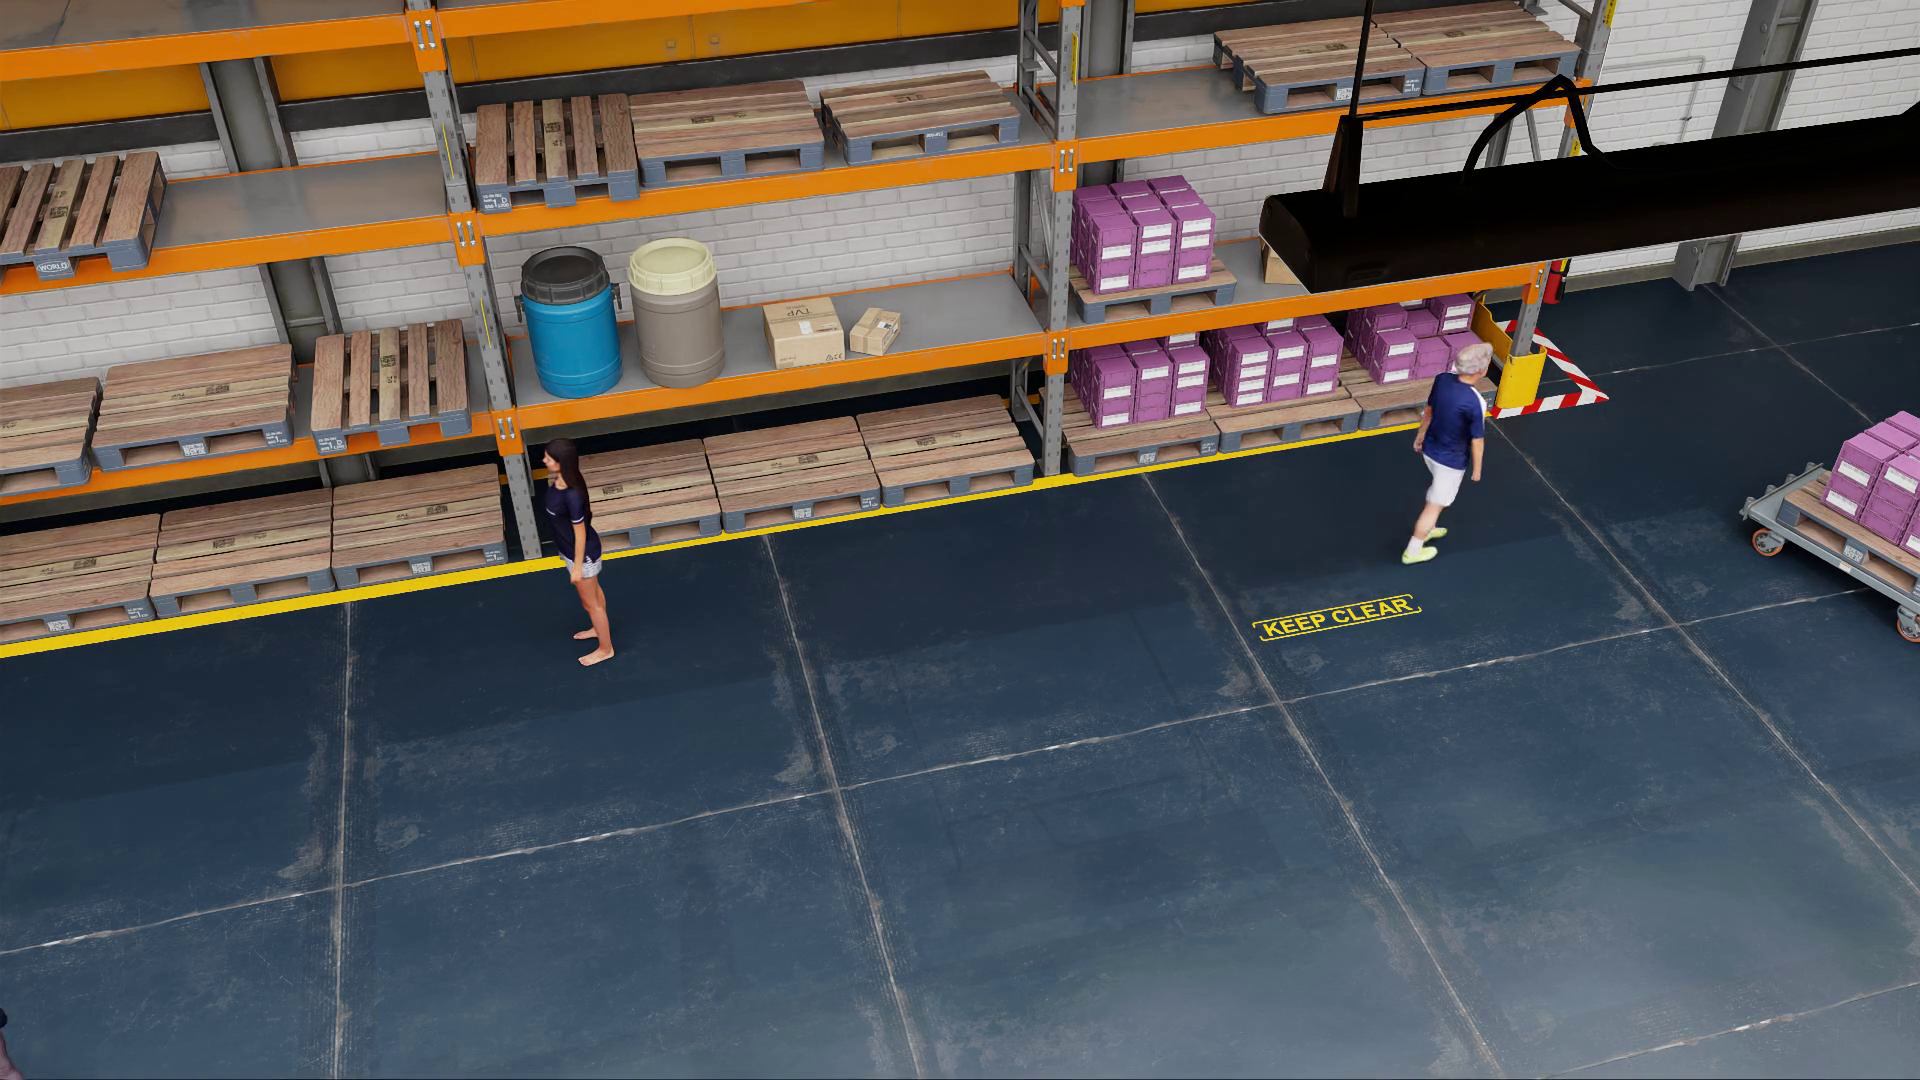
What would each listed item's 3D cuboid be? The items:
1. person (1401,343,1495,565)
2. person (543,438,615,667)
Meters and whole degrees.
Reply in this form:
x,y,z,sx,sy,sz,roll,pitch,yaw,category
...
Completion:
x,y,z,sx,sy,sz,roll,pitch,yaw,category
3.338,-0.575,11.669,0.765,1.819,0.727,-16,41,-19,person
-2.486,0.064,10.910,0.511,1.766,0.564,-9,39,-11,person
